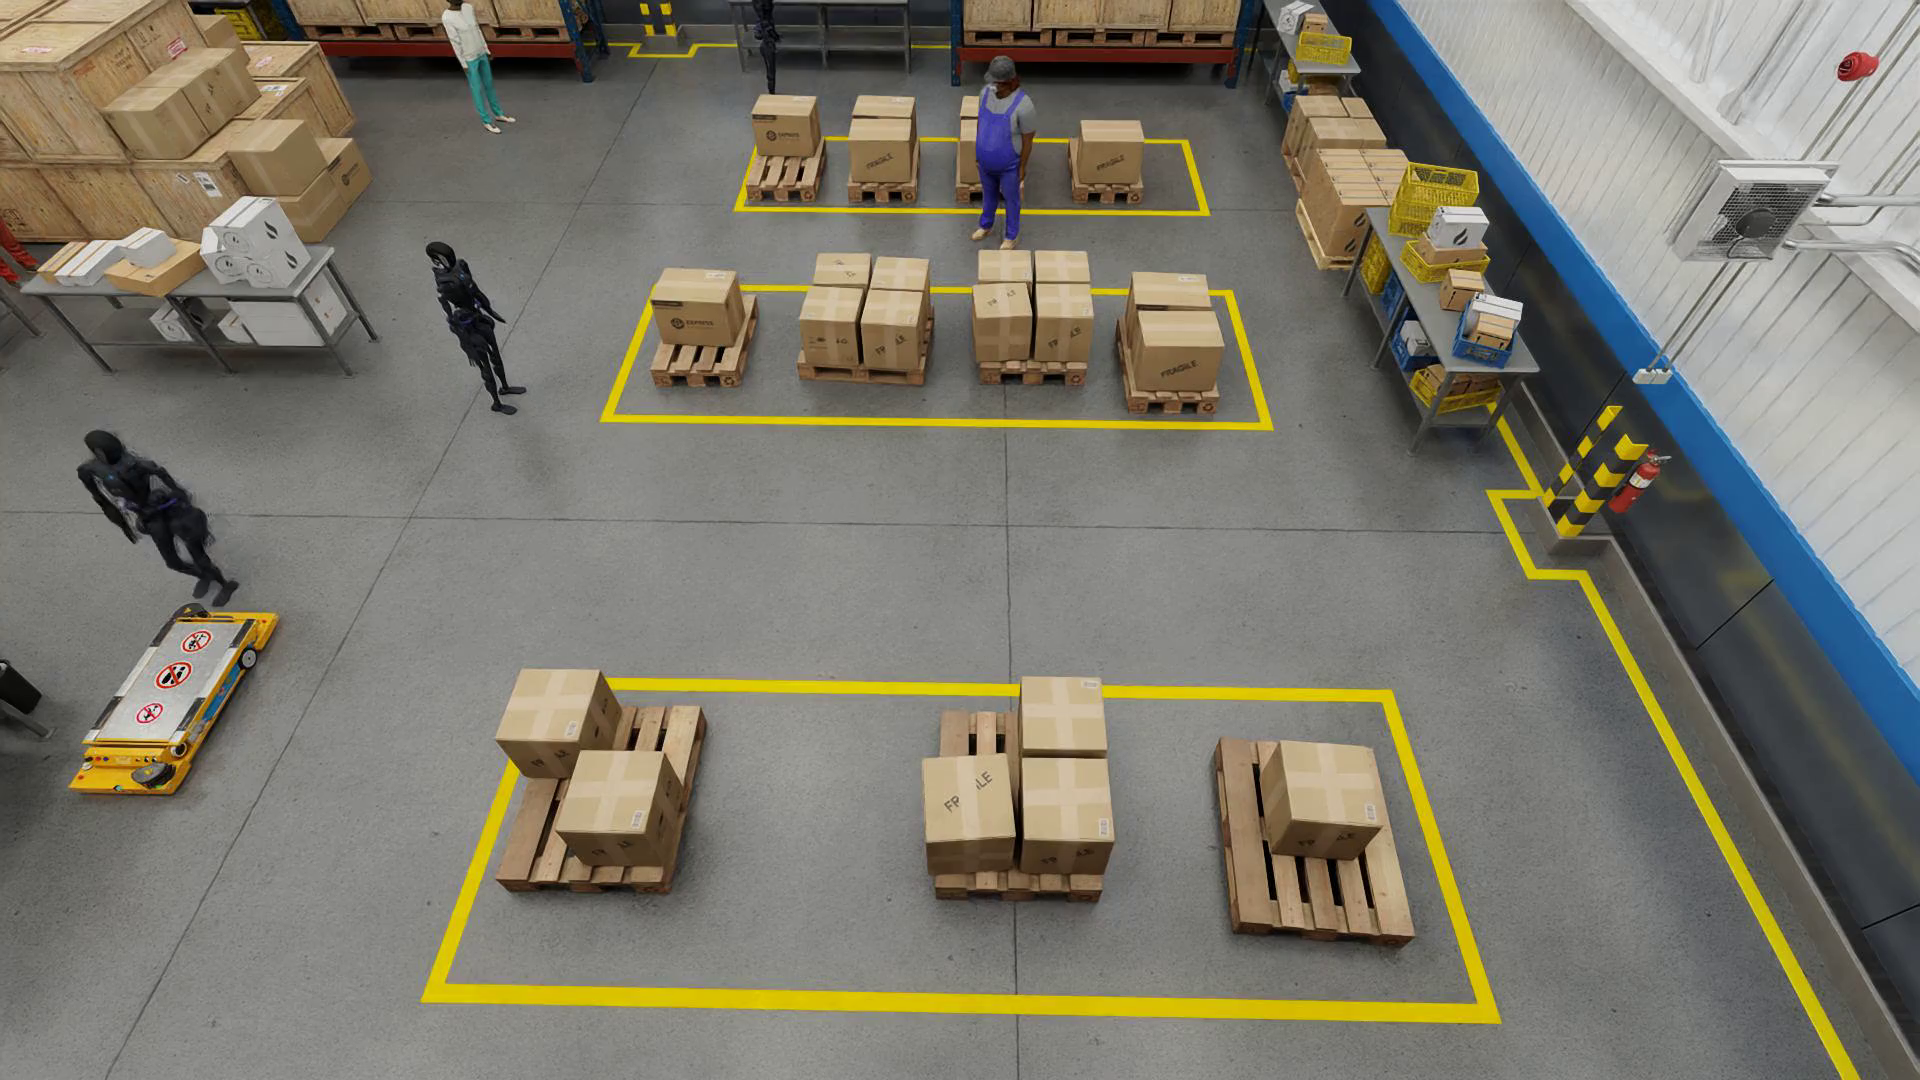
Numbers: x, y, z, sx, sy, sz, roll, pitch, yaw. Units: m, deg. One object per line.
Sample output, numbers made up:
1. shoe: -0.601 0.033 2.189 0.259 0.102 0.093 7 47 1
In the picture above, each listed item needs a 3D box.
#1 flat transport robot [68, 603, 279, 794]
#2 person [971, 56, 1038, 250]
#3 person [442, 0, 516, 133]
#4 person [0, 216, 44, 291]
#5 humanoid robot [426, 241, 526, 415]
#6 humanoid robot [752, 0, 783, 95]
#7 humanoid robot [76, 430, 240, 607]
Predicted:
1. flat transport robot: -5.504 1.072 6.442 0.652 0.197 1.431 1 50 1
2. person: 0.413 -4.013 9.603 0.680 2.000 0.537 33 57 25
3. person: -6.102 -6.088 11.536 0.326 1.768 0.524 15 51 12
4. person: -10.009 -3.457 9.162 0.387 1.992 0.623 1 50 1
5. humanoid robot: -4.224 -1.859 8.008 0.313 1.657 0.614 1 50 1
6. humanoid robot: -2.504 -6.576 11.999 0.313 1.657 0.614 1 50 1
7. humanoid robot: -5.742 -0.135 6.571 0.608 1.631 0.392 -5 50 -4
